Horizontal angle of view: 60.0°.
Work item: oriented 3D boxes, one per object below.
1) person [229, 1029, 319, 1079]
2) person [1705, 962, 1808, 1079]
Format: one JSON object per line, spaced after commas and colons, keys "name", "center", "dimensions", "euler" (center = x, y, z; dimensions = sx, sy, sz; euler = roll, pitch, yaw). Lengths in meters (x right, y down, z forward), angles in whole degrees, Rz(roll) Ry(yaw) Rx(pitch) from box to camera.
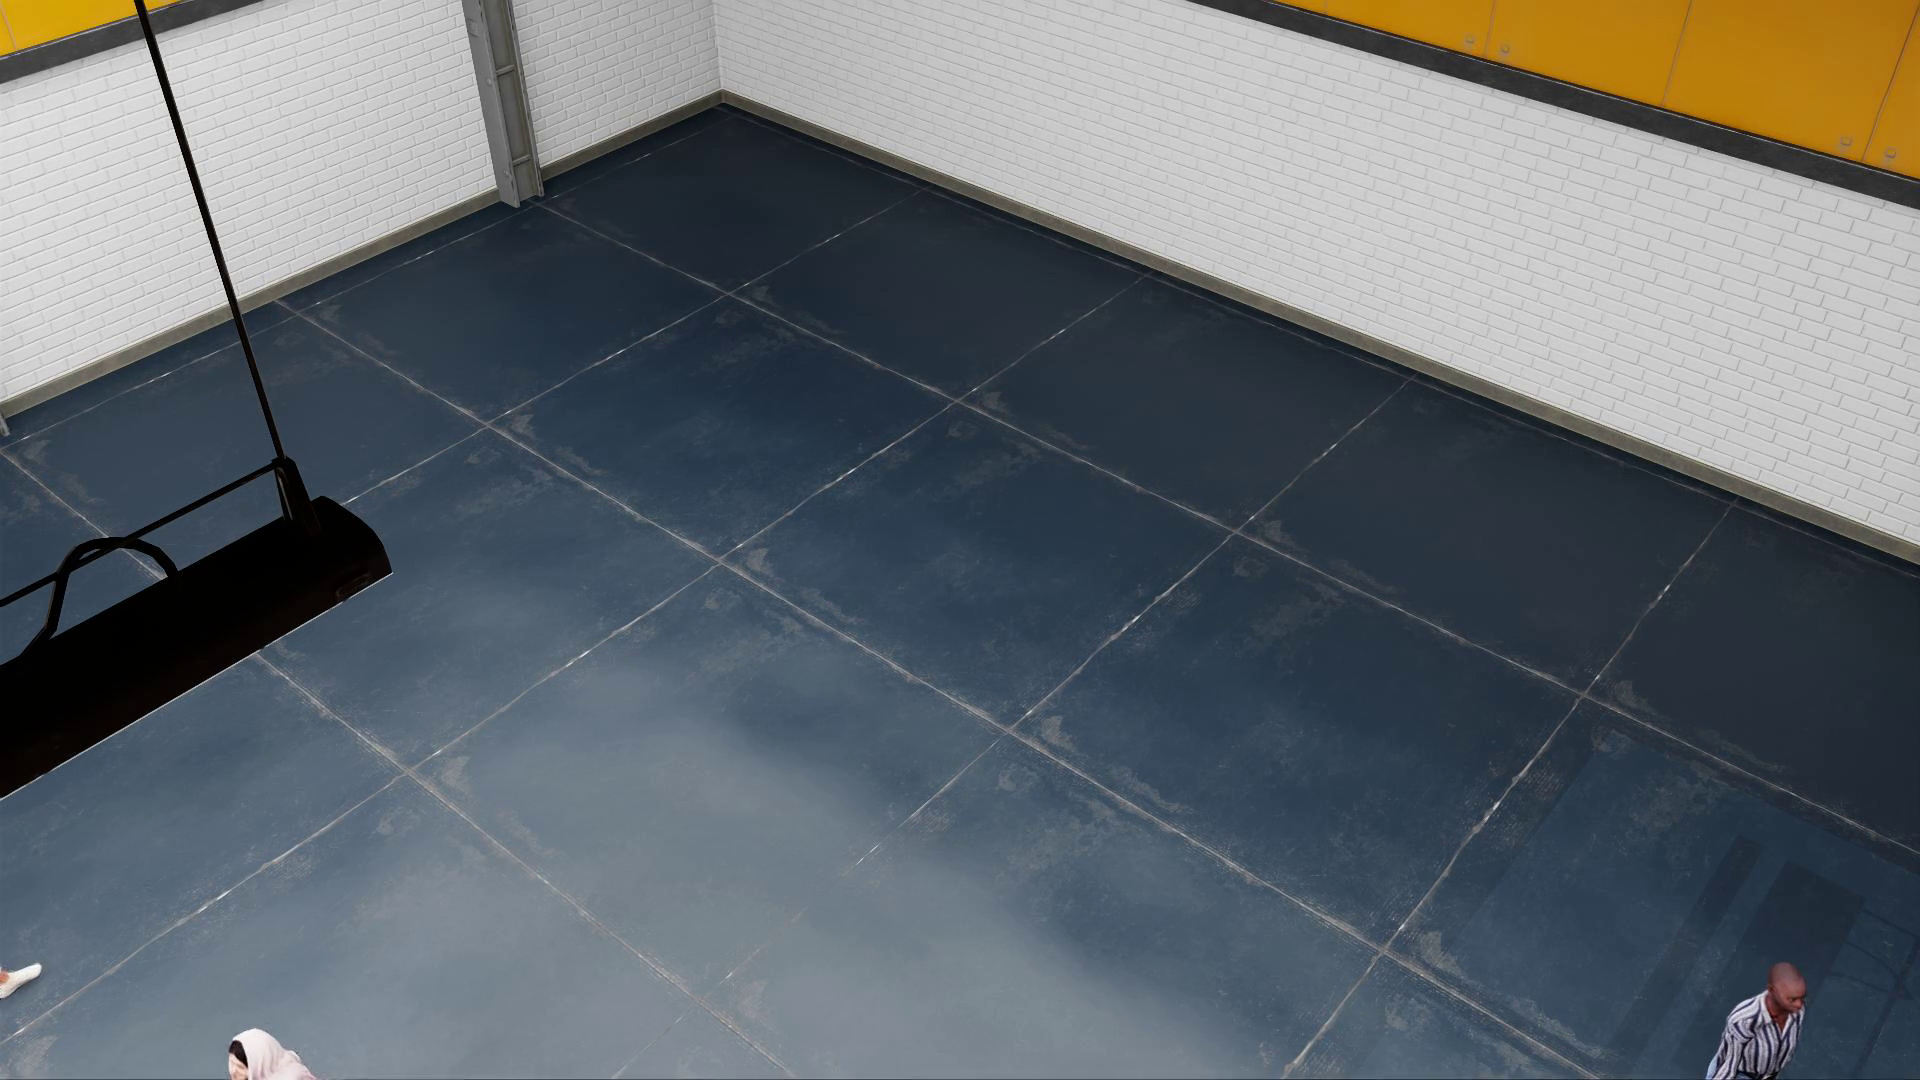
{"name": "person", "center": [-3.378, 2.989, 8.554], "dimensions": [0.700, 1.628, 0.809], "euler": [19, 43, 23]}
{"name": "person", "center": [4.049, 2.798, 8.658], "dimensions": [0.613, 1.796, 0.754], "euler": [-16, 41, -19]}
